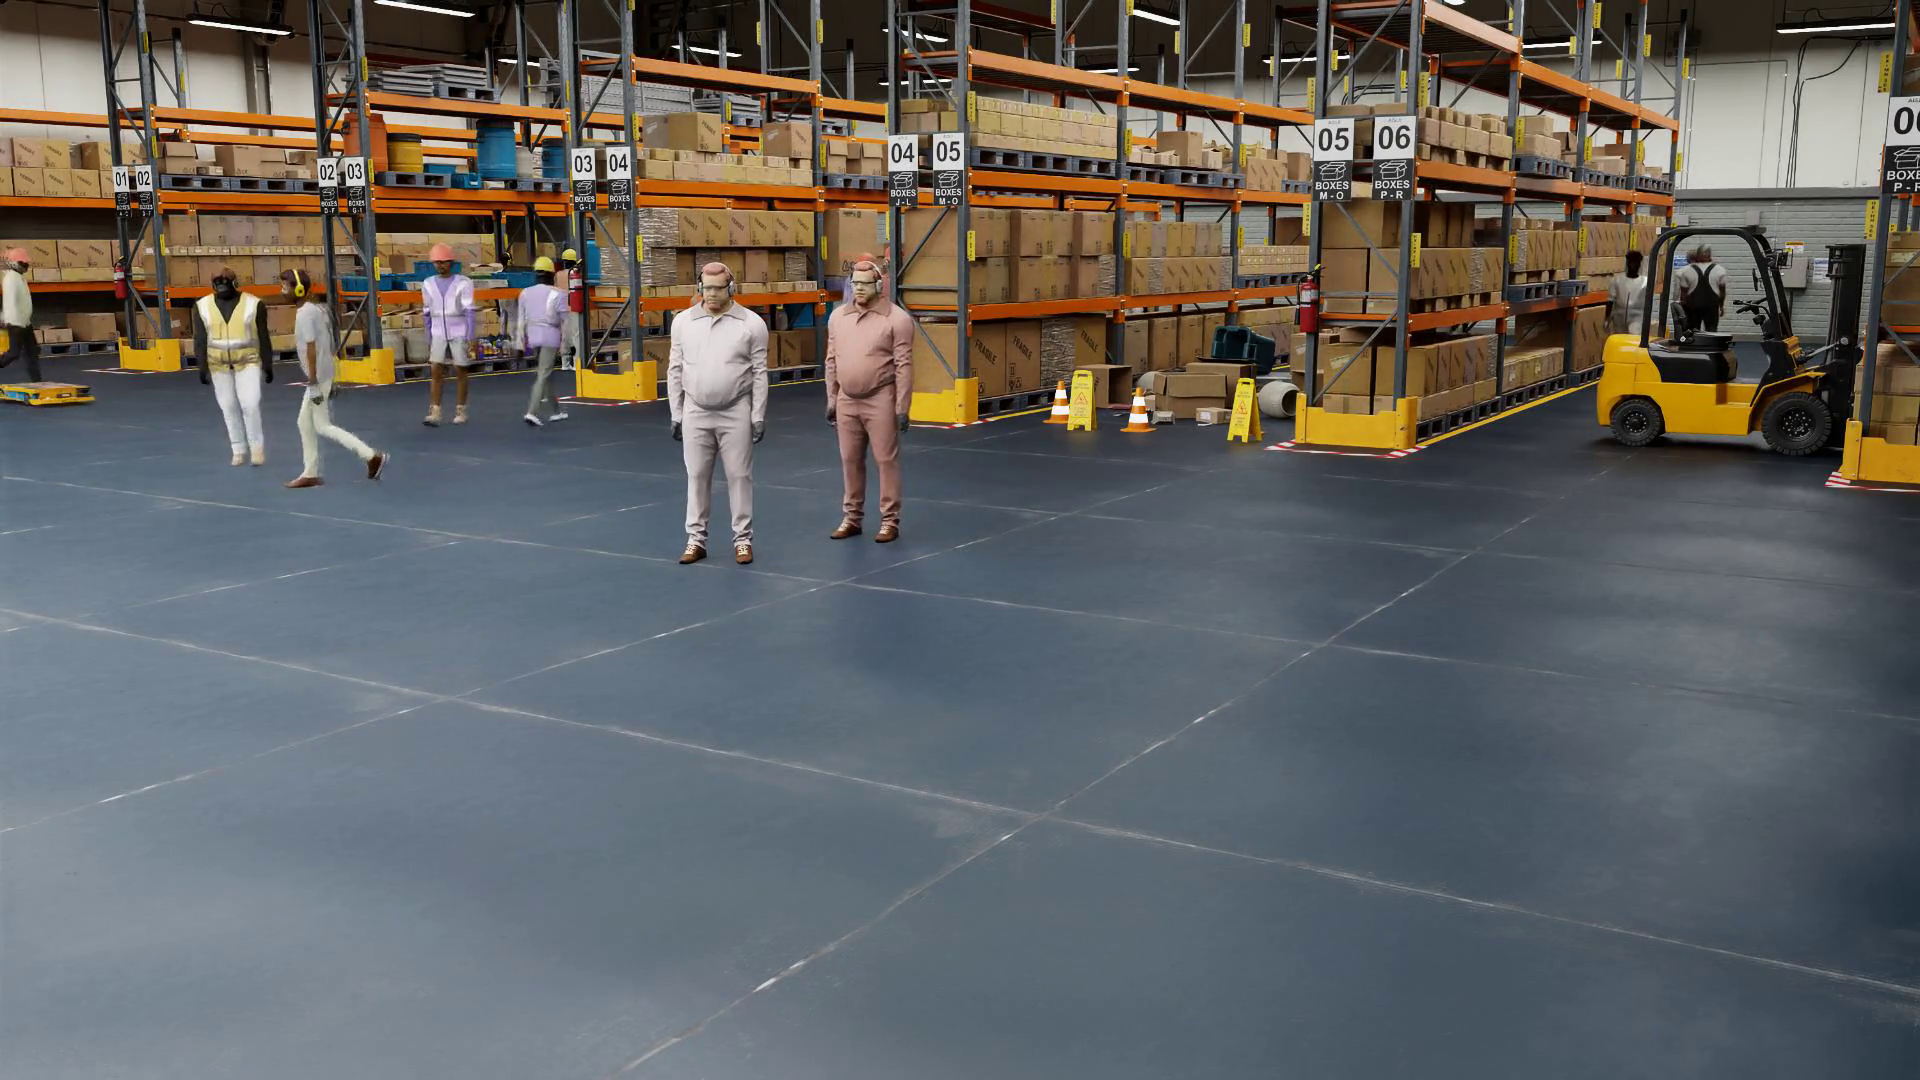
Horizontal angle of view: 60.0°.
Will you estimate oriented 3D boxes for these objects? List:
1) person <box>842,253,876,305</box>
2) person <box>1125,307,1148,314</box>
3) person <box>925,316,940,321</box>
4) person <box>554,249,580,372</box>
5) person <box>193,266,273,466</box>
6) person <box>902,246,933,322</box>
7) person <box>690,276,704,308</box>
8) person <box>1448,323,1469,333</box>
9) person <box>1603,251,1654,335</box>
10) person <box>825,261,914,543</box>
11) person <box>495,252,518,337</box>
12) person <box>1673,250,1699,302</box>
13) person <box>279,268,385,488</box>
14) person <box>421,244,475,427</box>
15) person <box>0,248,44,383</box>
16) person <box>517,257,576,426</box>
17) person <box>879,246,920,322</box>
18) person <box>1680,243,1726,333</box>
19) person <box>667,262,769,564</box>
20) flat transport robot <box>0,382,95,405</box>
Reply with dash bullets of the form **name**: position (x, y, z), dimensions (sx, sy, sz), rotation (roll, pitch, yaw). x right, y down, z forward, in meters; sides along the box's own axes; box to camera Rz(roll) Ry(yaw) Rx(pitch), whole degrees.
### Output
- **person**: position (-1.350, -3.057, 23.295), dimensions (0.564, 1.872, 0.913), rotation (6, 12, 32)
- **person**: position (3.141, -4.216, 29.886), dimensions (0.430, 1.837, 0.619), rotation (-9, 14, -43)
- **person**: position (-0.594, -3.523, 25.759), dimensions (0.598, 1.936, 1.063), rotation (6, 12, 30)
- **person**: position (-6.147, -3.622, 26.296), dimensions (0.587, 1.928, 0.363), rotation (7, 12, 34)
- **person**: position (-6.575, -1.554, 15.027), dimensions (0.639, 1.815, 0.705), rotation (-2, 10, -11)
- **person**: position (-0.657, -3.149, 23.374), dimensions (0.610, 2.024, 0.590), rotation (4, 11, 19)
- **person**: position (-3.123, -2.526, 20.798), dimensions (0.530, 1.697, 0.321), rotation (5, 11, 27)
- **person**: position (10.119, -4.794, 33.557), dimensions (0.434, 1.682, 0.542), rotation (8, 13, 36)
- **person**: position (9.432, -3.105, 23.454), dimensions (0.606, 1.921, 1.016), rotation (6, 12, 31)
- **person**: position (-0.630, -0.933, 11.304), dimensions (0.654, 1.905, 0.402), rotation (5, 11, 26)
- **person**: position (-7.722, -3.977, 28.443), dimensions (0.532, 1.871, 0.319), rotation (5, 11, 25)
- **person**: position (13.084, -4.218, 29.748), dimensions (0.634, 1.879, 1.032), rotation (3, 10, 14)
- **person**: position (-5.228, -1.329, 13.749), dimensions (0.767, 1.831, 0.575), rotation (-3, 11, -18)
- **person**: position (-5.664, -2.245, 18.347), dimensions (0.638, 2.004, 0.929), rotation (0, 10, 2)
- **person**: position (-12.781, -2.940, 22.393), dimensions (0.857, 1.968, 0.631), rotation (-2, 10, -13)
- **person**: position (-4.667, -2.216, 18.578), dimensions (0.583, 1.881, 0.992), rotation (4, 11, 21)
- **person**: position (-0.800, -2.638, 20.594), dimensions (0.612, 1.995, 0.382), rotation (4, 11, 19)
- **person**: position (12.366, -3.934, 27.726), dimensions (0.711, 2.000, 0.586), rotation (5, 11, 25)
- **person**: position (-1.532, -0.792, 10.509), dimensions (0.642, 1.906, 0.410), rotation (0, 10, 1)
- **flat transport robot**: position (-11.663, -1.869, 21.117), dimensions (1.431, 0.197, 0.652), rotation (8, 13, 37)
